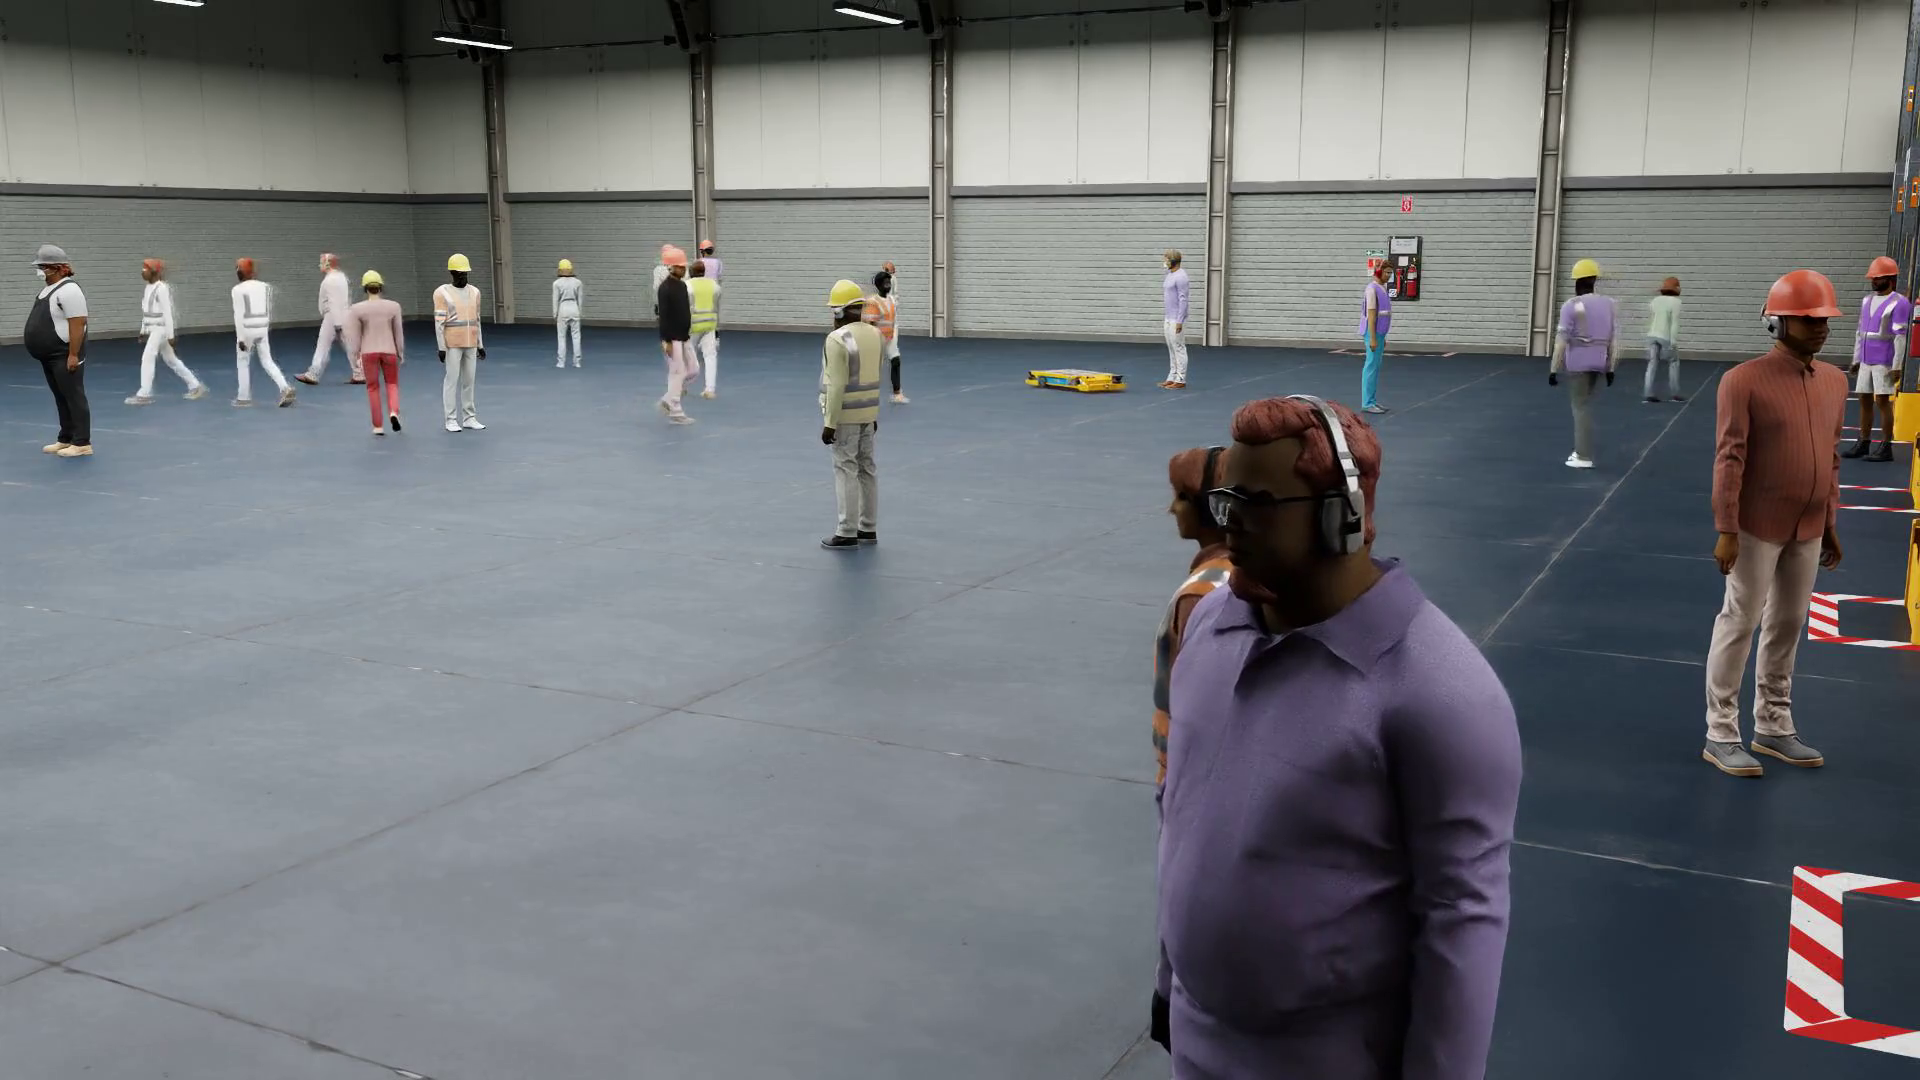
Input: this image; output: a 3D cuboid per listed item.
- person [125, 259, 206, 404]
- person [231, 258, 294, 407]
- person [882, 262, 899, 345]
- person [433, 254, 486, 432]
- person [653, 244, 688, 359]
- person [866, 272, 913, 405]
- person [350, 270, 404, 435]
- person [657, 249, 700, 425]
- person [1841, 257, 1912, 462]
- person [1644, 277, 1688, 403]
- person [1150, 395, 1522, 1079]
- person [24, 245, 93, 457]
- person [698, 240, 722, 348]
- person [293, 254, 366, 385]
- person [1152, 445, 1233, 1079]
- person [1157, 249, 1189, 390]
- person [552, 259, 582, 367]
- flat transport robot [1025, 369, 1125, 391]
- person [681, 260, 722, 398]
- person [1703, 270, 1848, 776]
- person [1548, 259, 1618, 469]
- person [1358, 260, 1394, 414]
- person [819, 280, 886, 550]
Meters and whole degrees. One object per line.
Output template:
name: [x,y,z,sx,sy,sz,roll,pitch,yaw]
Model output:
person: [-10.203,-2.673,21.277,0.973,1.843,0.578,-7,13,-35]
person: [-8.696,-2.552,20.546,0.864,1.861,0.574,5,12,27]
person: [-1.297,-4.359,31.005,0.314,1.637,0.514,2,11,8]
person: [-5.435,-2.147,18.153,0.384,1.924,0.593,7,13,35]
person: [-4.920,-4.055,28.406,0.634,1.979,0.617,-6,12,-28]
person: [-0.914,-2.500,20.773,0.739,1.664,0.552,7,13,35]
person: [-6.210,-1.990,17.739,0.543,1.754,0.382,-6,12,-29]
person: [-3.185,-2.281,18.742,0.440,1.975,0.640,3,11,15]
person: [8.661,-1.702,15.726,0.376,1.930,0.545,-2,11,-11]
person: [9.049,-2.554,21.258,0.706,1.597,0.496,-5,12,-26]
person: [0.486,0.734,2.500,0.403,1.906,0.652,-6,12,-30]
person: [-8.752,-1.831,16.118,0.688,2.000,0.539,10,14,44]
person: [-4.763,-4.632,31.382,0.376,2.041,0.615,9,14,40]
person: [-8.991,-3.124,23.671,0.987,1.859,0.648,0,10,-1]
person: [0.621,0.583,4.051,0.309,1.639,0.518,5,11,24]
person: [2.973,-3.037,22.987,0.372,1.935,0.629,-2,11,-9]
person: [-6.354,-3.657,26.900,0.485,1.744,0.321,-6,12,-30]
flat transport robot: [1.595,-2.238,23.165,0.652,0.197,1.431,-7,13,-34]
person: [-3.485,-2.789,21.977,0.653,1.801,0.933,-7,12,-32]
person: [3.250,-0.063,6.603,0.619,1.994,0.381,-4,11,-20]
person: [5.702,-1.617,15.339,0.599,1.903,0.660,-4,11,-22]
person: [4.996,-2.446,20.020,0.385,1.839,0.565,5,11,24]
person: [-0.754,-0.848,11.327,0.404,1.829,0.600,6,12,30]
